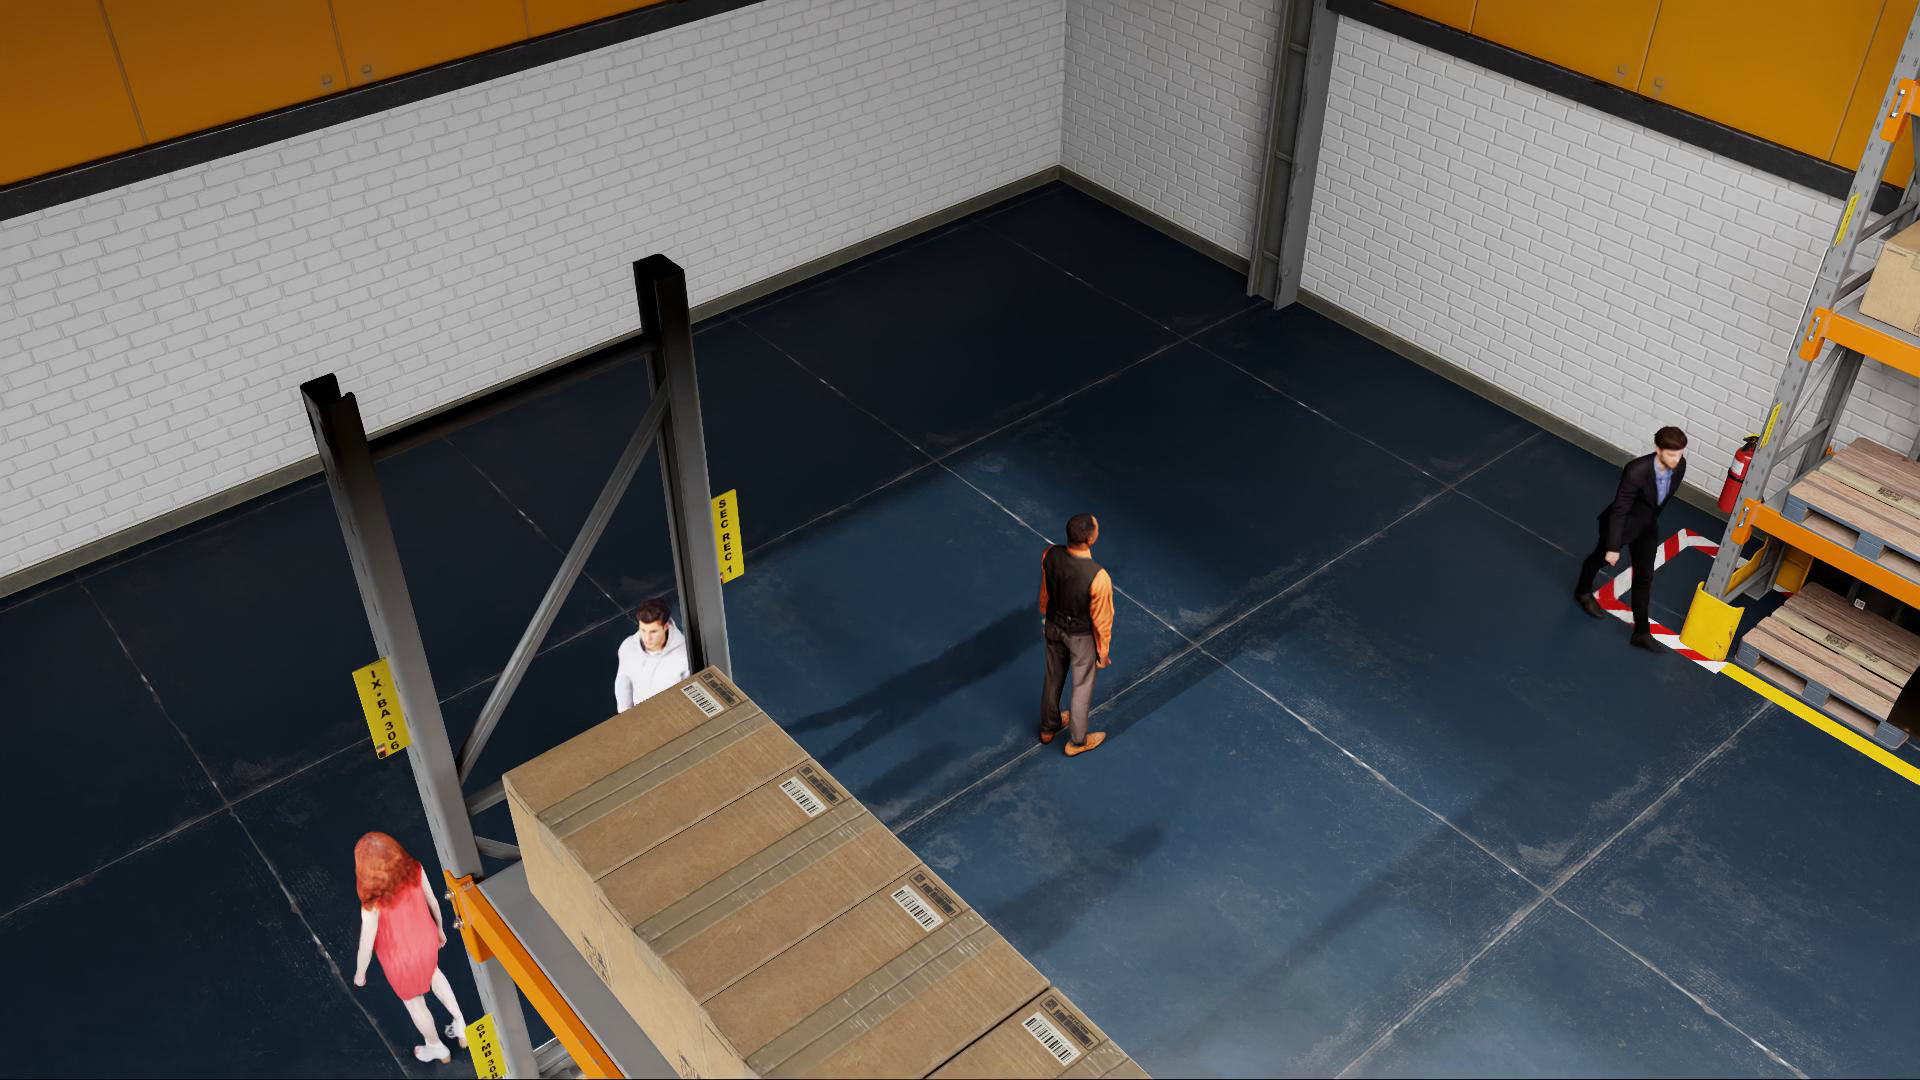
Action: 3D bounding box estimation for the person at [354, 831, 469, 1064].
[{"bbox_3d":[-2.866,2.231,8.832,0.727,1.819,0.720,16,41,19],"label":"person"}]

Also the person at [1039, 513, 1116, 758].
[{"bbox_3d":[0.731,0.608,10.794,0.599,1.907,0.796,28,47,31],"label":"person"}]

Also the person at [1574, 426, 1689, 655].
[{"bbox_3d":[4.701,-0.150,11.805,1.002,1.830,1.249,-12,40,-15],"label":"person"}]

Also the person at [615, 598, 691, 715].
[{"bbox_3d":[-1.792,1.034,10.279,1.274,1.884,1.201,9,40,12],"label":"person"}]
